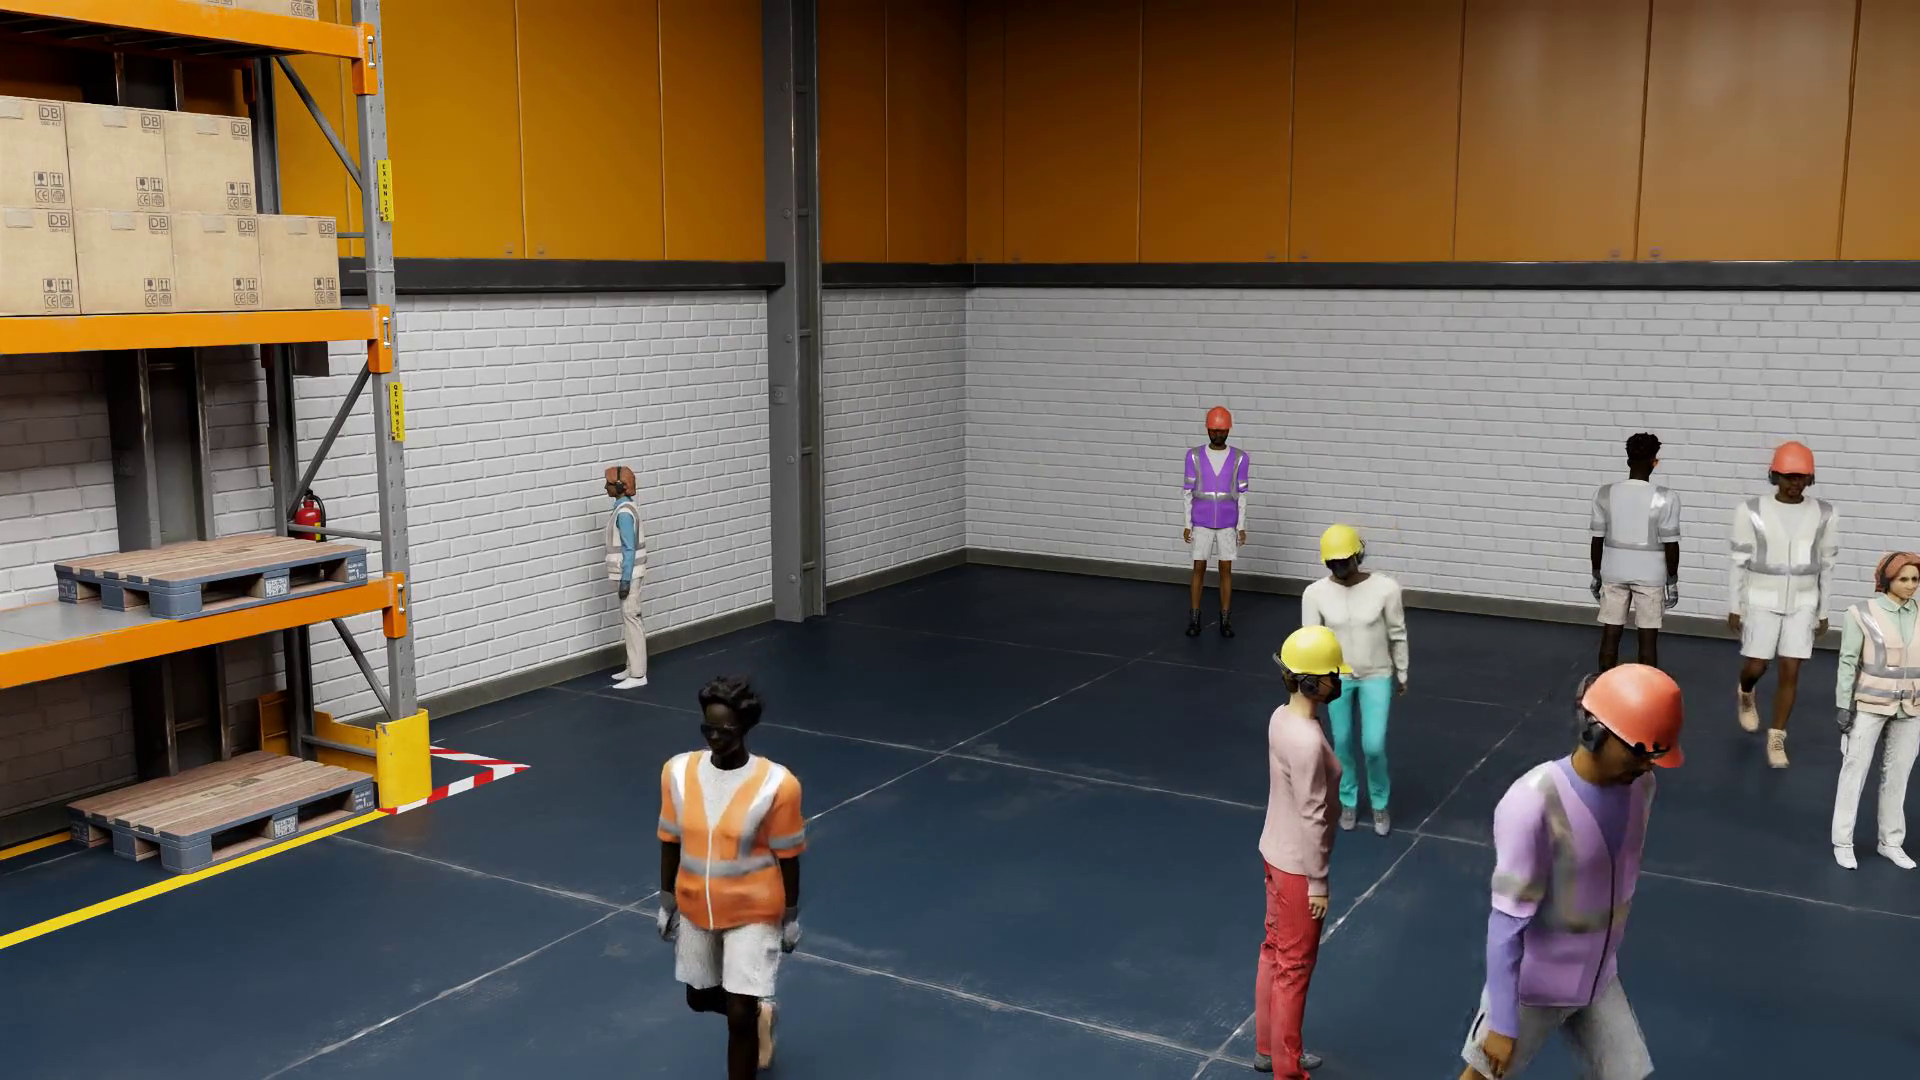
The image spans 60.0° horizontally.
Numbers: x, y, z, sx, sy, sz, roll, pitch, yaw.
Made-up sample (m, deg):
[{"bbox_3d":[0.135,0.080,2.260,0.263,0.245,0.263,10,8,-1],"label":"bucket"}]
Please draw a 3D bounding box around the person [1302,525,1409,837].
[{"bbox_3d":[2.106,0.753,8.914,0.550,1.713,0.568,3,10,20],"label":"person"}]

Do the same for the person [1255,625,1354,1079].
[{"bbox_3d":[1.260,1.182,6.103,0.311,1.769,0.522,0,9,-2],"label":"person"}]

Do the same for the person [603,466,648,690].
[{"bbox_3d":[-2.446,0.271,12.180,0.311,1.638,0.523,-2,9,-11],"label":"person"}]

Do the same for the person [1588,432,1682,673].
[{"bbox_3d":[4.586,0.246,11.312,0.602,1.967,0.366,8,12,39],"label":"person"}]

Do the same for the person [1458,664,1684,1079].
[{"bbox_3d":[1.798,1.294,4.836,0.711,1.935,1.101,-5,10,-29],"label":"person"}]

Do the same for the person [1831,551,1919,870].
[{"bbox_3d":[4.714,0.867,8.465,0.525,1.637,0.307,0,9,-1],"label":"person"}]

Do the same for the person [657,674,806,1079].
[{"bbox_3d":[-0.775,1.266,5.832,0.539,1.679,0.697,3,10,20],"label":"person"}]

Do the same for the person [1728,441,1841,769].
[{"bbox_3d":[5.111,0.372,10.390,0.603,2.026,0.689,3,9,15],"label":"person"}]

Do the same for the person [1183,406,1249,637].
[{"bbox_3d":[2.131,-0.153,13.891,0.542,1.940,0.355,1,9,6],"label":"person"}]
